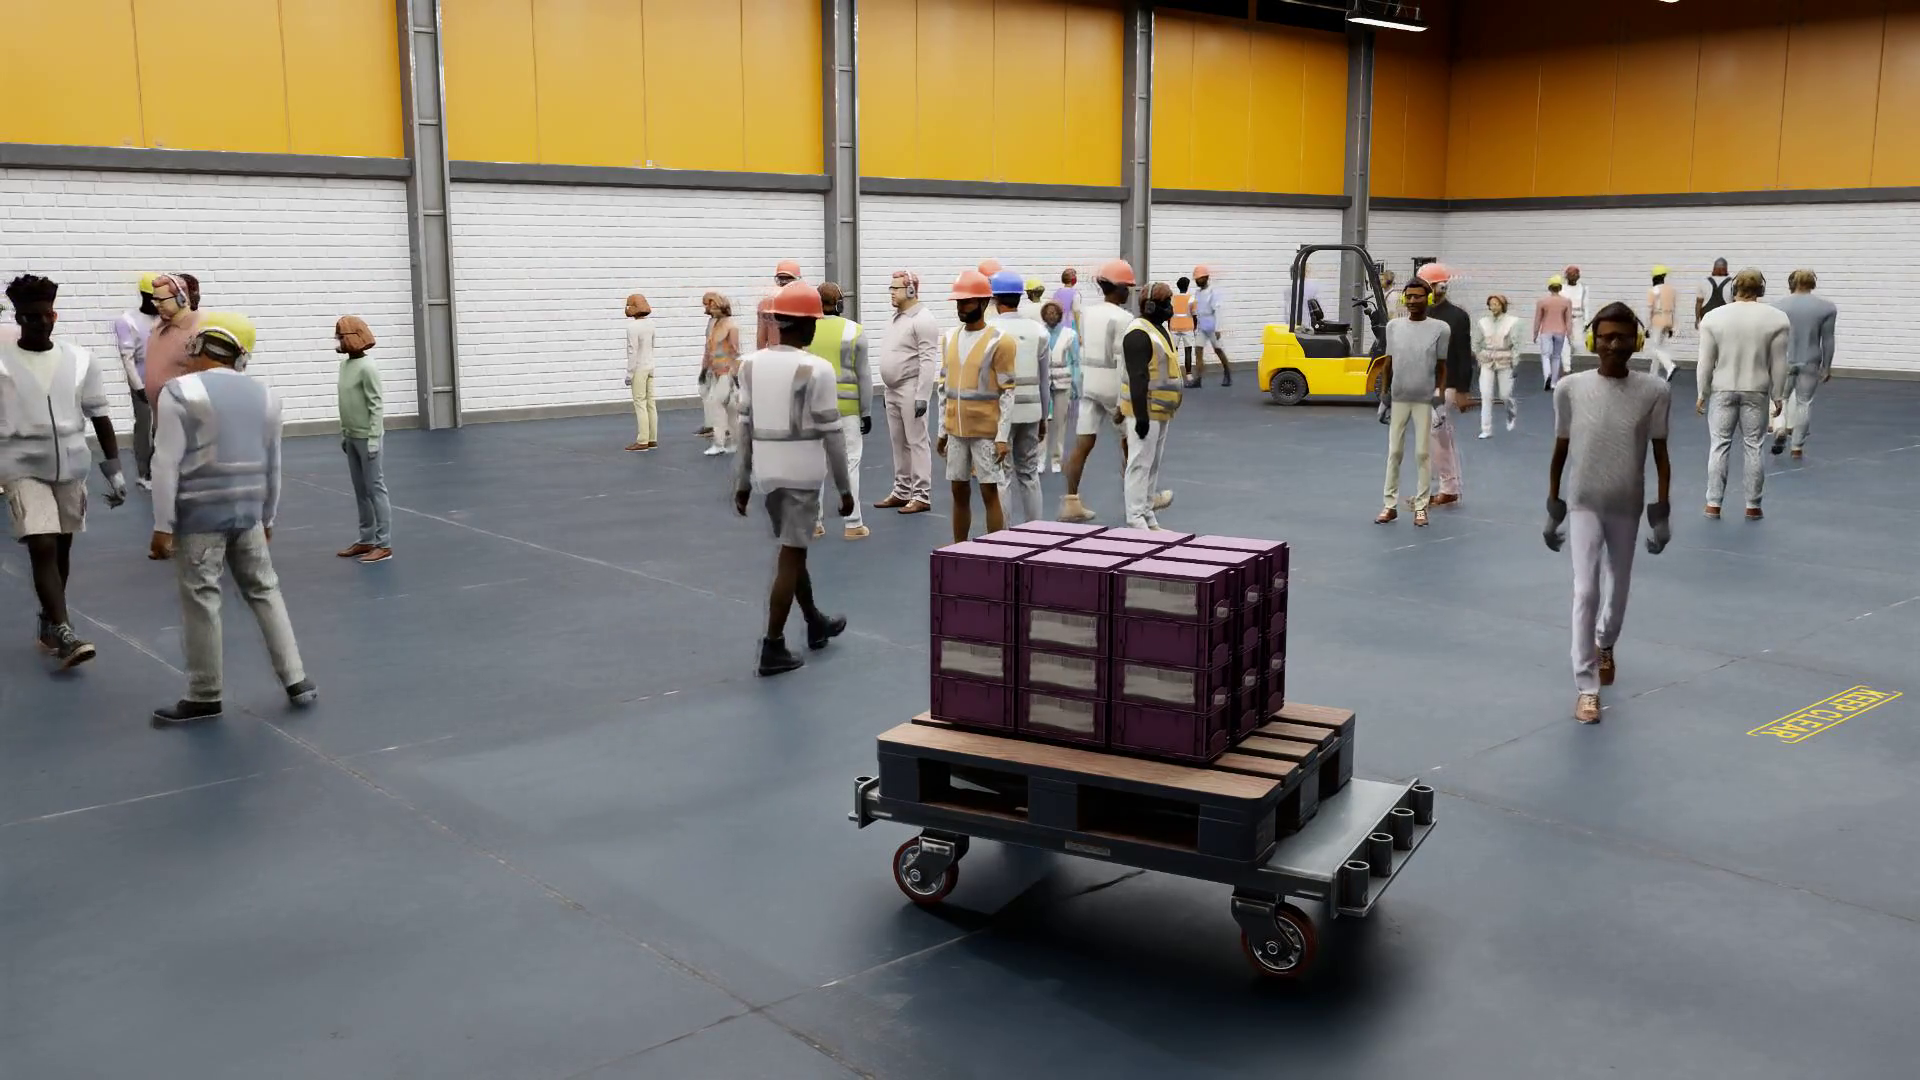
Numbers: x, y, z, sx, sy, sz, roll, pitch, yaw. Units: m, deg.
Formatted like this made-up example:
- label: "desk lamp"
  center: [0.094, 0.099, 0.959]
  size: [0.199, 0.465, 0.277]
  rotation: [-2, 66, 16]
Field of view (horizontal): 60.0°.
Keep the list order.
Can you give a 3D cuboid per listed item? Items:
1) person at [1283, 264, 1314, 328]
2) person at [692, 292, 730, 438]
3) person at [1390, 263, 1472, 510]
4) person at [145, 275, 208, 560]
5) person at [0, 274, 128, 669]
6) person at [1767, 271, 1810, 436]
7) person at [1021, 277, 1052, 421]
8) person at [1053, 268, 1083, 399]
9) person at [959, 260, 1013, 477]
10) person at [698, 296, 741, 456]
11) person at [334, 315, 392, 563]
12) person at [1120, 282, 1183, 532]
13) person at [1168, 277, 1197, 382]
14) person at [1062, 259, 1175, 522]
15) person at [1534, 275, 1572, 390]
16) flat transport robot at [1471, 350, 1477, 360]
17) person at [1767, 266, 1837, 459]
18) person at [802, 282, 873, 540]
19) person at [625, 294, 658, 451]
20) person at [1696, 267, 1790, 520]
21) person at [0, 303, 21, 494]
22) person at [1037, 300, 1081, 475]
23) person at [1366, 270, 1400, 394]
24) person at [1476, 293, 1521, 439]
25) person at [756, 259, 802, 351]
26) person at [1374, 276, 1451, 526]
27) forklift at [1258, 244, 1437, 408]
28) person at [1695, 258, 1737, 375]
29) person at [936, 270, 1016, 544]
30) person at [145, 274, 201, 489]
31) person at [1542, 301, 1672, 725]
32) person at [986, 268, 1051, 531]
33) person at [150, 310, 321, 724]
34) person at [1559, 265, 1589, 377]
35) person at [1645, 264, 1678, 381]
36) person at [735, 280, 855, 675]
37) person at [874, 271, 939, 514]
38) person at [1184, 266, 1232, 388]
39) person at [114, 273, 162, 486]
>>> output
- label: "person"
  center: [5.470, -3.576, 27.312]
  size: [0.648, 1.894, 0.970]
  rotation: [-5, 11, -27]
- label: "person"
  center: [-2.804, -1.938, 18.474]
  size: [0.514, 1.617, 0.532]
  rotation: [-3, 10, -16]
- label: "person"
  center: [3.731, -1.219, 13.302]
  size: [0.812, 1.957, 0.612]
  rotation: [-4, 10, -21]
- label: "person"
  center: [-5.150, -0.793, 10.994]
  size: [0.638, 1.903, 0.408]
  rotation: [6, 11, 31]
- label: "person"
  center: [-4.443, -0.330, 8.191]
  size: [0.941, 1.923, 0.635]
  rotation: [8, 13, 40]
- label: "person"
  center: [9.379, -2.101, 18.763]
  size: [0.330, 1.865, 0.518]
  rotation: [-4, 10, -21]
- label: "person"
  center: [0.918, -2.324, 20.356]
  size: [0.533, 1.765, 0.330]
  rotation: [-9, 13, -41]
- label: "person"
  center: [1.531, -2.935, 23.678]
  size: [0.379, 1.849, 0.570]
  rotation: [-7, 12, -34]
- label: "person"
  center: [0.263, -1.569, 15.332]
  size: [0.648, 1.985, 0.455]
  rotation: [-7, 12, -35]
- label: "person"
  center: [-2.473, -1.664, 16.935]
  size: [0.667, 1.616, 0.536]
  rotation: [-6, 11, -31]
- label: "person"
  center: [-3.977, -0.668, 11.037]
  size: [0.285, 1.633, 0.501]
  rotation: [-9, 13, -41]
- label: "person"
  center: [1.350, -0.886, 11.709]
  size: [0.430, 1.845, 0.624]
  rotation: [4, 10, 22]
- label: "person"
  center: [3.588, -3.397, 26.860]
  size: [0.532, 1.691, 0.321]
  rotation: [4, 10, 22]
- label: "person"
  center: [1.183, -1.139, 12.741]
  size: [1.038, 1.985, 0.631]
  rotation: [-7, 12, -35]
- label: "person"
  center: [8.942, -3.117, 25.063]
  size: [0.535, 1.740, 0.738]
  rotation: [2, 10, 11]
- label: "flat transport robot"
  center: [9.351, -3.497, 31.587]
  size: [0.652, 0.197, 1.431]
  rotation: [9, 13, 42]
- label: "person"
  center: [8.311, -1.742, 16.499]
  size: [0.641, 1.927, 0.510]
  rotation: [5, 11, 28]
- label: "person"
  center: [-0.916, -0.913, 11.872]
  size: [0.627, 1.844, 0.429]
  rotation: [2, 10, 12]
- label: "person"
  center: [-3.336, -1.741, 17.326]
  size: [0.280, 1.633, 0.500]
  rotation: [3, 10, 16]
- label: "person"
  center: [5.994, -1.117, 12.779]
  size: [0.635, 1.937, 0.352]
  rotation: [4, 11, 23]
- label: "person"
  center: [-8.028, -1.210, 13.919]
  size: [0.794, 1.742, 0.536]
  rotation: [3, 10, 18]
- label: "person"
  center: [0.848, -1.388, 15.314]
  size: [0.525, 1.612, 0.747]
  rotation: [1, 10, 5]
- label: "person"
  center: [6.075, -2.999, 24.136]
  size: [0.788, 1.818, 0.548]
  rotation: [-1, 10, -5]
- label: "person"
  center: [6.005, -1.943, 18.527]
  size: [0.514, 1.617, 0.593]
  rotation: [7, 12, 34]
- label: "person"
  center: [-1.632, -1.684, 15.938]
  size: [0.623, 1.989, 0.400]
  rotation: [1, 10, 5]
- label: "person"
  center: [3.401, -1.035, 12.508]
  size: [0.518, 1.869, 0.327]
  rotation: [5, 11, 27]
- label: "forklift"
  center: [5.256, -2.933, 22.661]
  size: [2.313, 2.155, 1.214]
  rotation: [3, 10, 16]
- label: "person"
  center: [12.929, -3.830, 28.363]
  size: [0.695, 2.000, 1.046]
  rotation: [5, 11, 28]
- label: "person"
  center: [0.075, -0.678, 10.207]
  size: [0.542, 1.939, 0.362]
  rotation: [7, 12, 36]
- label: "person"
  center: [-6.710, -1.387, 14.594]
  size: [1.029, 1.851, 0.628]
  rotation: [-7, 12, -34]
- label: "person"
  center: [2.915, -0.157, 7.502]
  size: [0.527, 1.833, 0.919]
  rotation: [3, 10, 16]
- label: "person"
  center: [0.324, -0.831, 11.110]
  size: [0.618, 1.941, 0.415]
  rotation: [-6, 12, -33]
- label: "person"
  center: [-3.183, -0.094, 7.246]
  size: [0.486, 1.786, 0.691]
  rotation: [5, 11, 25]
- label: "person"
  center: [10.158, -3.629, 27.681]
  size: [0.590, 1.868, 0.483]
  rotation: [0, 10, 0]
- label: "person"
  center: [11.129, -3.412, 26.338]
  size: [0.592, 1.903, 0.711]
  rotation: [-5, 11, -26]
- label: "person"
  center: [-0.745, -0.324, 8.252]
  size: [0.561, 1.894, 0.927]
  rotation: [7, 12, 34]
- label: "person"
  center: [-0.438, -1.167, 13.168]
  size: [0.407, 1.908, 0.641]
  rotation: [-6, 11, -32]
- label: "person"
  center: [3.890, -3.285, 25.671]
  size: [0.992, 1.882, 0.637]
  rotation: [-7, 12, -34]
- label: "person"
  center: [-6.950, -1.357, 14.391]
  size: [0.899, 1.869, 0.589]
  rotation: [8, 12, 38]
